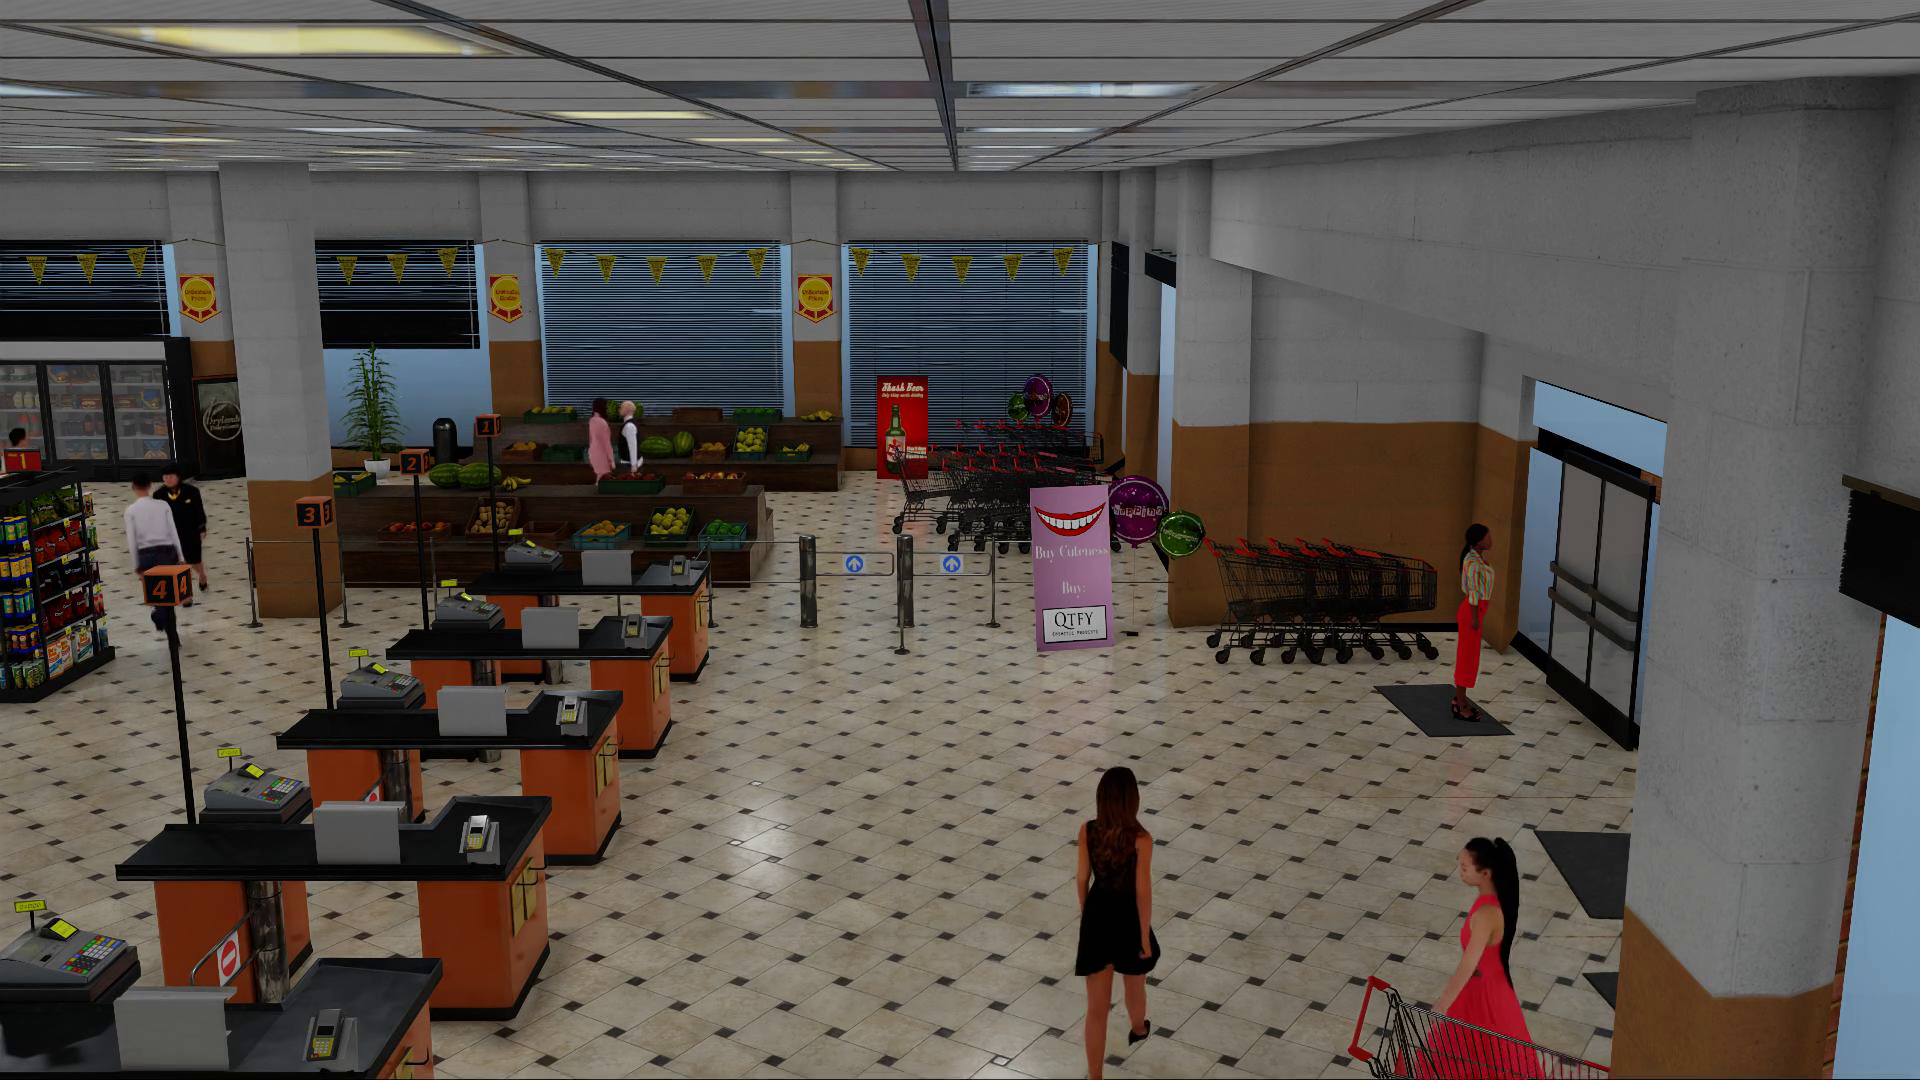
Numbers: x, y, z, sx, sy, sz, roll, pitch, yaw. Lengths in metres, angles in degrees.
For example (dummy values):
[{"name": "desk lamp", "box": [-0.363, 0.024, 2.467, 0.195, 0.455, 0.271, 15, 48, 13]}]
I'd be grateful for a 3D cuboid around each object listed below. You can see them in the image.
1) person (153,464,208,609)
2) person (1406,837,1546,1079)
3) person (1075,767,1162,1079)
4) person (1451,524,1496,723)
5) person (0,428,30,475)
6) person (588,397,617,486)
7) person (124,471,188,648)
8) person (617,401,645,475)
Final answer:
[{"name": "person", "box": [-8.867, -0.061, 19.050, 0.825, 1.653, 0.847, -4, 12, -18]}, {"name": "person", "box": [2.596, 2.268, 7.932, 1.159, 1.676, 0.836, 5, 13, 22]}, {"name": "person", "box": [0.749, 2.088, 8.501, 1.137, 1.794, 0.953, 5, 13, 22]}, {"name": "person", "box": [4.597, 0.730, 14.957, 0.637, 1.792, 0.670, 4, 13, 18]}, {"name": "person", "box": [-11.749, -0.461, 20.649, 1.091, 1.778, 1.089, 9, 15, 37]}, {"name": "person", "box": [-5.244, -1.140, 23.866, 0.882, 1.780, 0.821, -10, 15, -39]}, {"name": "person", "box": [-8.300, 0.235, 17.231, 1.214, 1.823, 1.246, -10, 15, -38]}, {"name": "person", "box": [-4.520, -1.030, 23.332, 1.237, 1.785, 0.742, -1, 12, -4]}]
